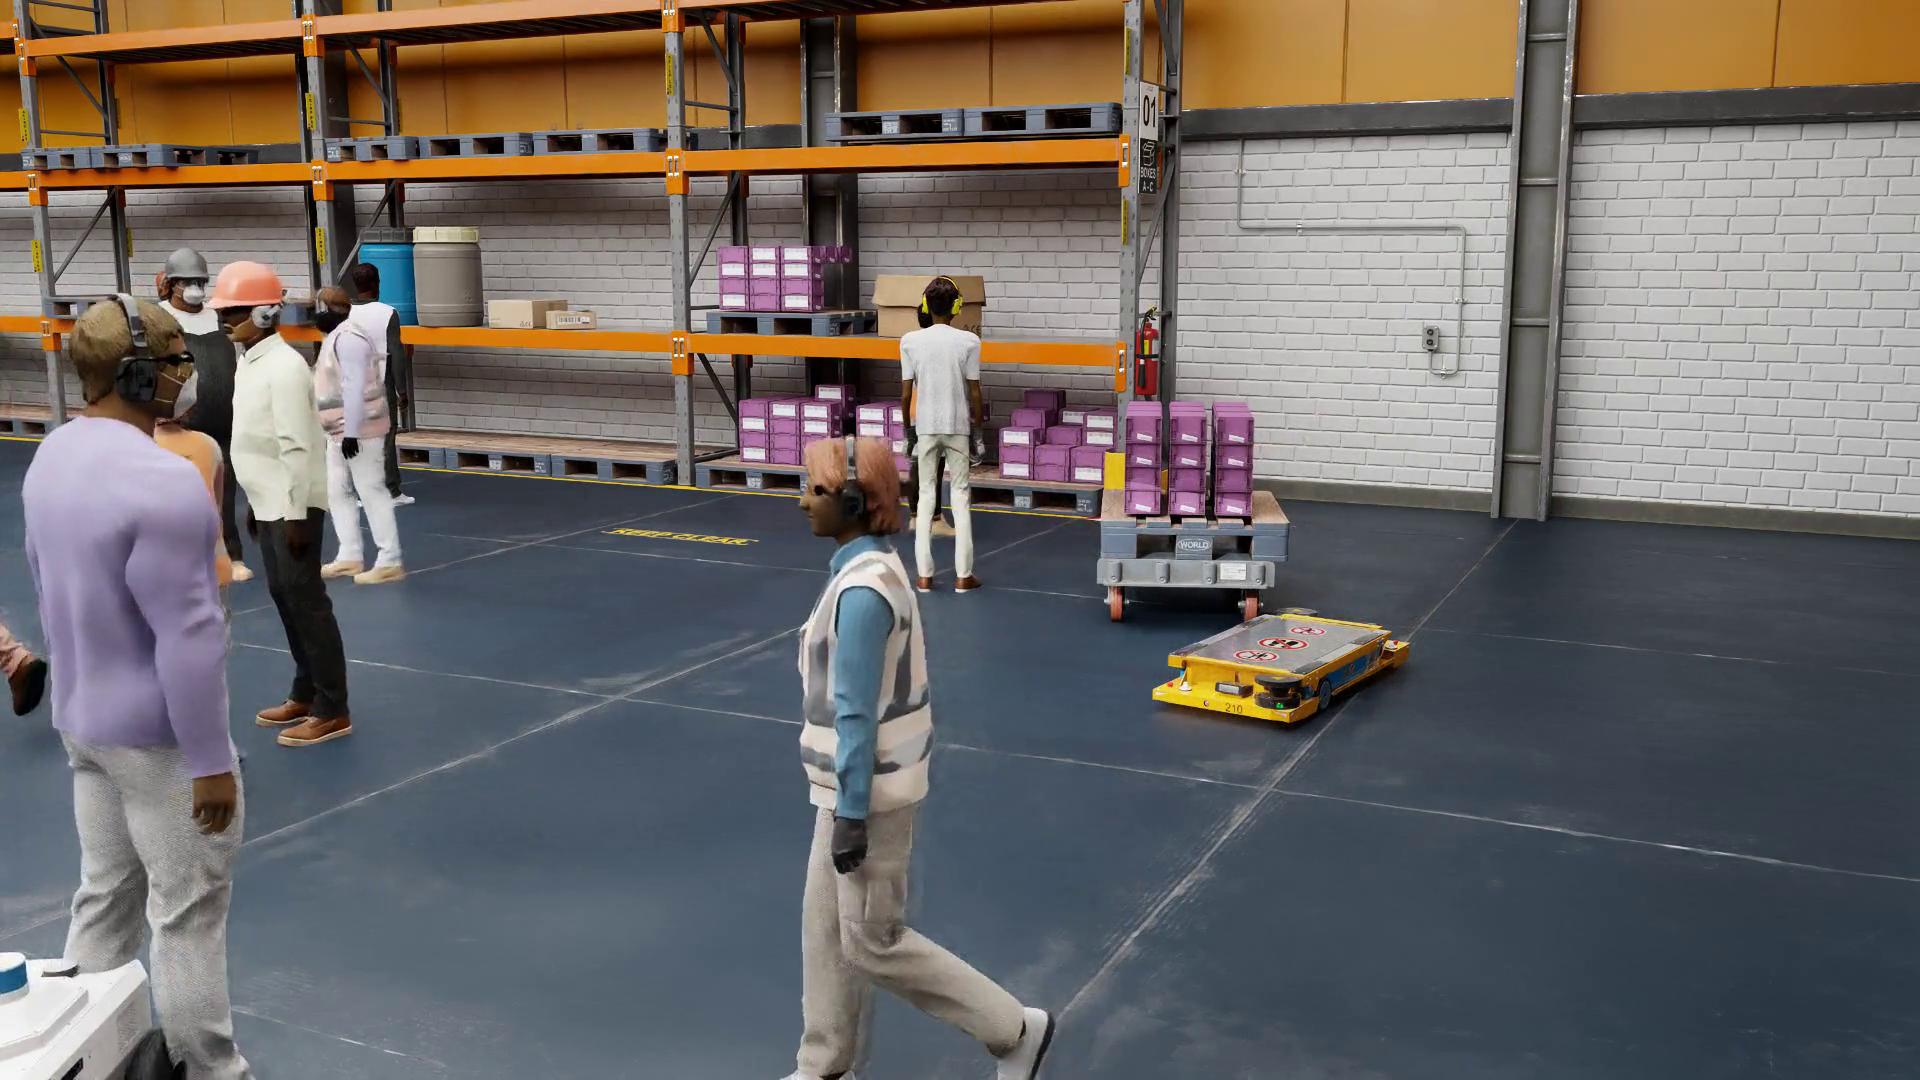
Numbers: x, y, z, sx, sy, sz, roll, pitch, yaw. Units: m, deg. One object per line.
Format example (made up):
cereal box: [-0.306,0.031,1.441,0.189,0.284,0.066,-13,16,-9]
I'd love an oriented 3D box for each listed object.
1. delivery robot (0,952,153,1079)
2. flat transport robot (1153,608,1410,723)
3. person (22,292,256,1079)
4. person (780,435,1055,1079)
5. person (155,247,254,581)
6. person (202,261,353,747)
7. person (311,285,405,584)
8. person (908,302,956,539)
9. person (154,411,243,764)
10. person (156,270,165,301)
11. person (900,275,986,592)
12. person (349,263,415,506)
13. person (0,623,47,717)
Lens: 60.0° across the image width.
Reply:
delivery robot: [-1.978,1.104,3.456,0.477,0.478,0.707,-1,10,-4]
flat transport robot: [1.519,0.554,7.701,0.652,0.197,1.431,7,12,34]
person: [-1.793,0.423,3.702,0.637,1.937,0.379,7,12,37]
person: [-0.143,0.565,3.792,0.639,1.625,0.519,-1,10,-5]
person: [-4.581,-0.733,10.011,0.538,2.000,0.681,9,13,42]
person: [-2.821,-0.145,6.840,0.439,1.981,0.628,-7,12,-36]
person: [-3.707,-0.640,10.151,0.441,1.806,0.674,-7,12,-34]
person: [-0.202,-0.859,11.725,0.321,1.692,0.530,-6,12,-32]
person: [-2.798,0.175,6.020,0.414,1.622,0.530,4,11,22]
person: [-5.596,-0.981,11.878,0.346,1.881,0.578,-1,10,-6]
person: [-0.097,-0.615,9.833,0.507,1.867,0.329,1,10,8]
person: [-4.632,-1.209,13.083,0.593,1.920,0.391,2,10,10]
person: [-4.215,-0.082,6.770,0.680,1.874,0.703,0,10,3]
